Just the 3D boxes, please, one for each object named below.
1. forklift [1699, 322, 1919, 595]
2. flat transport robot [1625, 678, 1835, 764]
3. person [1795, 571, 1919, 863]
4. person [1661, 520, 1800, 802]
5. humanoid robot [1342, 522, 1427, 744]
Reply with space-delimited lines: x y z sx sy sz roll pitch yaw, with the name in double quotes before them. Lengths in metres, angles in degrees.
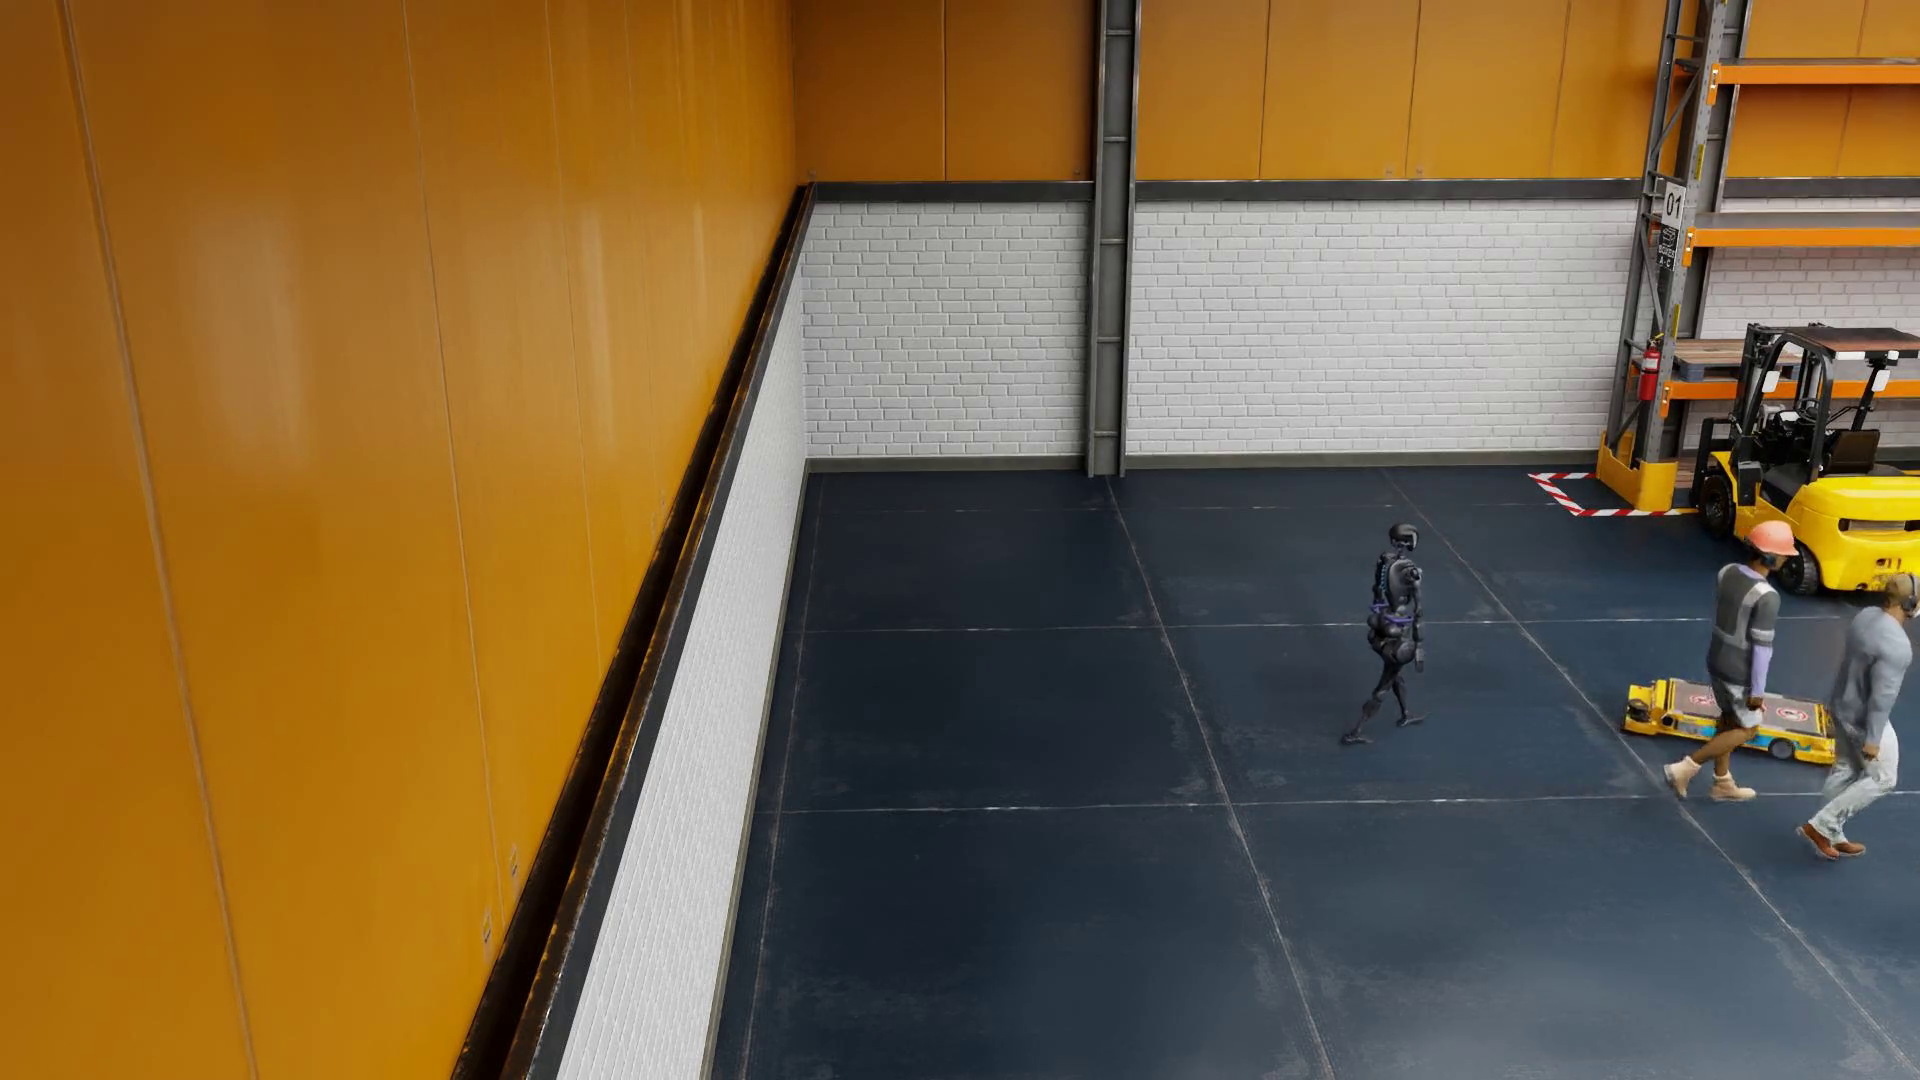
"forklift" 7.809 -0.792 14.926 1.214 2.155 2.313 -1 20 -2
"flat transport robot" 5.601 1.296 12.038 1.431 0.231 0.659 9 22 22
"person" 5.534 1.095 10.203 0.468 1.913 0.644 2 20 5
"person" 4.984 0.827 10.802 0.670 2.018 0.608 -2 20 -6
"humanoid robot" 3.091 0.649 11.824 0.785 1.623 0.601 -7 21 -19
